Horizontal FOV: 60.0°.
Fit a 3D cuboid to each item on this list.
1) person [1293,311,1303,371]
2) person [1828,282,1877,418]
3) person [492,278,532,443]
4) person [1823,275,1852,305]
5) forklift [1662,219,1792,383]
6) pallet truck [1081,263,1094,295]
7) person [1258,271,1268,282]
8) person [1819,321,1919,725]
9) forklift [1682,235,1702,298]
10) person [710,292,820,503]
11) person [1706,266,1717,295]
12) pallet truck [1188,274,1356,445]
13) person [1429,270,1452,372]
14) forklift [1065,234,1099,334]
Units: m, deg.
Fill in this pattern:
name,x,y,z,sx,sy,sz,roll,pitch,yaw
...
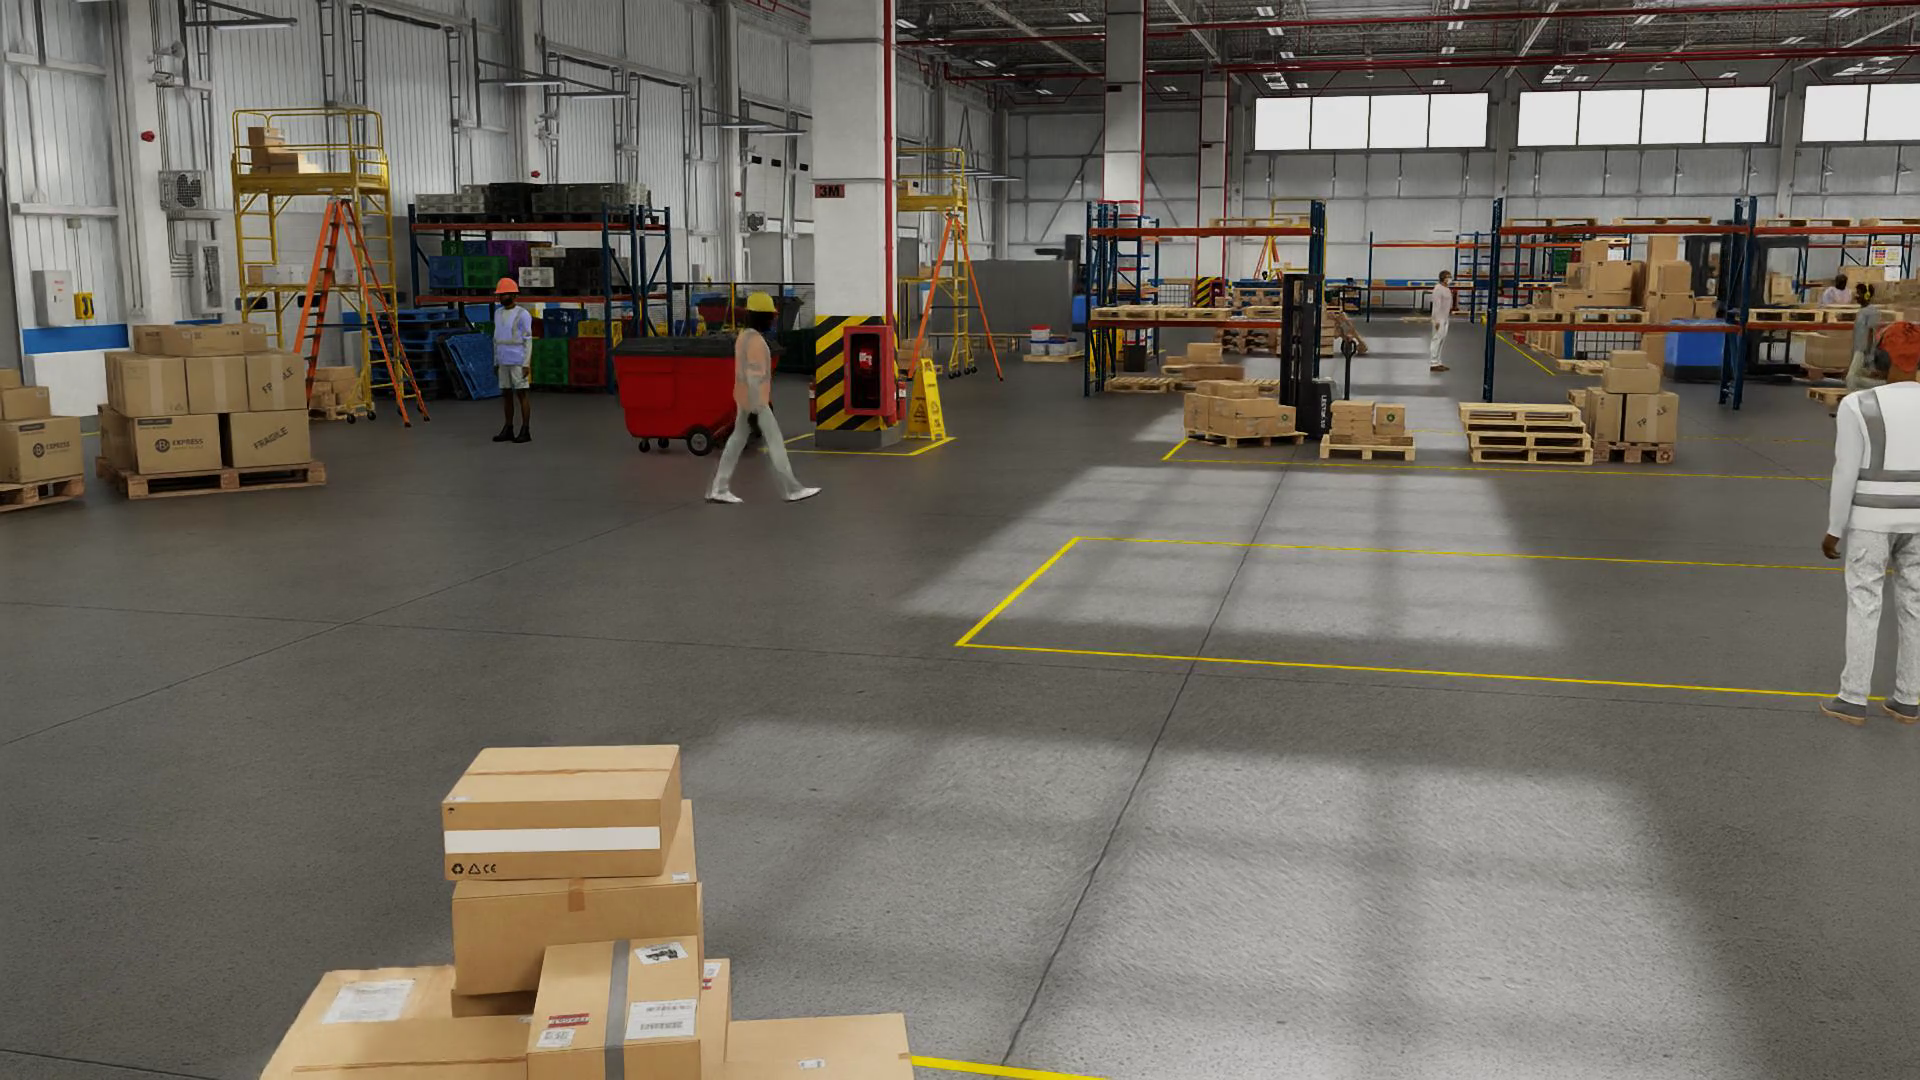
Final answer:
name,x,y,z,sx,sy,sz,roll,pitch,yaw
person,6.621,-4.100,31.918,0.325,1.736,0.487,6,11,32
person,12.255,-2.558,22.505,0.752,1.848,0.526,2,10,13
person,-5.289,-2.109,19.589,0.543,1.939,0.360,5,11,28
person,18.038,-4.525,34.154,0.623,1.824,0.562,0,10,-1
forklift,13.380,-4.156,28.876,1.873,2.768,1.129,2,10,9
pallet truck,4.325,-8.180,55.162,0.823,1.965,1.885,6,11,31
person,10.882,-8.757,59.443,0.541,1.696,0.315,-6,11,-31
person,4.322,-0.071,7.744,0.574,1.886,0.356,0,10,2
forklift,21.459,-7.560,48.919,1.873,2.768,1.129,2,10,14
person,-1.779,-1.247,14.704,0.982,1.876,0.610,-4,10,-20
person,22.867,-7.401,50.796,0.366,1.932,0.632,5,11,29
pallet truck,3.653,-2.138,19.590,1.885,1.965,0.823,-4,10,-20
person,9.227,-4.197,31.885,0.373,1.941,0.627,6,12,33
forklift,3.255,-7.325,47.530,1.873,2.768,1.129,2,10,14
